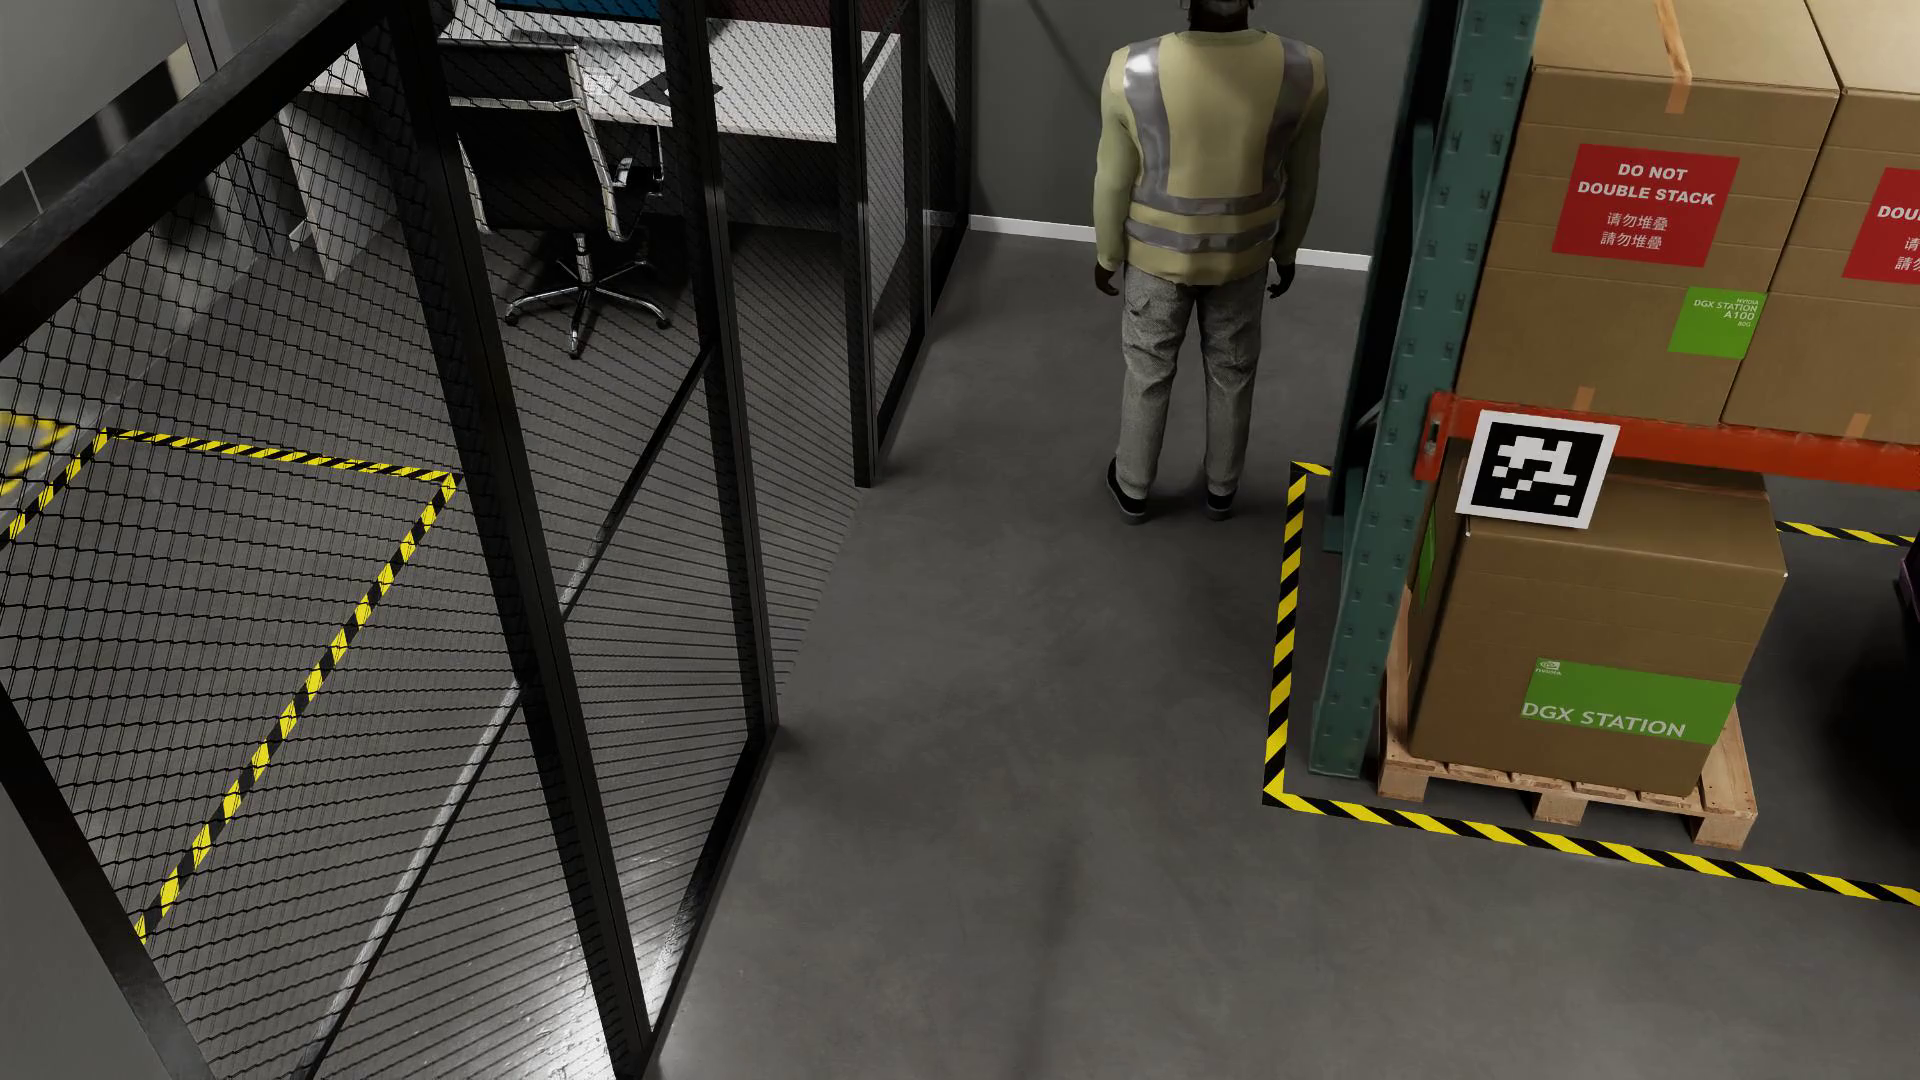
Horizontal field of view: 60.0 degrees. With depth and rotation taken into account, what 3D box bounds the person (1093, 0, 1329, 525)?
[{"bbox_3d":[0.646,-0.817,4.516,0.590,1.836,0.404,-1,41,-1],"label":"person"}]
